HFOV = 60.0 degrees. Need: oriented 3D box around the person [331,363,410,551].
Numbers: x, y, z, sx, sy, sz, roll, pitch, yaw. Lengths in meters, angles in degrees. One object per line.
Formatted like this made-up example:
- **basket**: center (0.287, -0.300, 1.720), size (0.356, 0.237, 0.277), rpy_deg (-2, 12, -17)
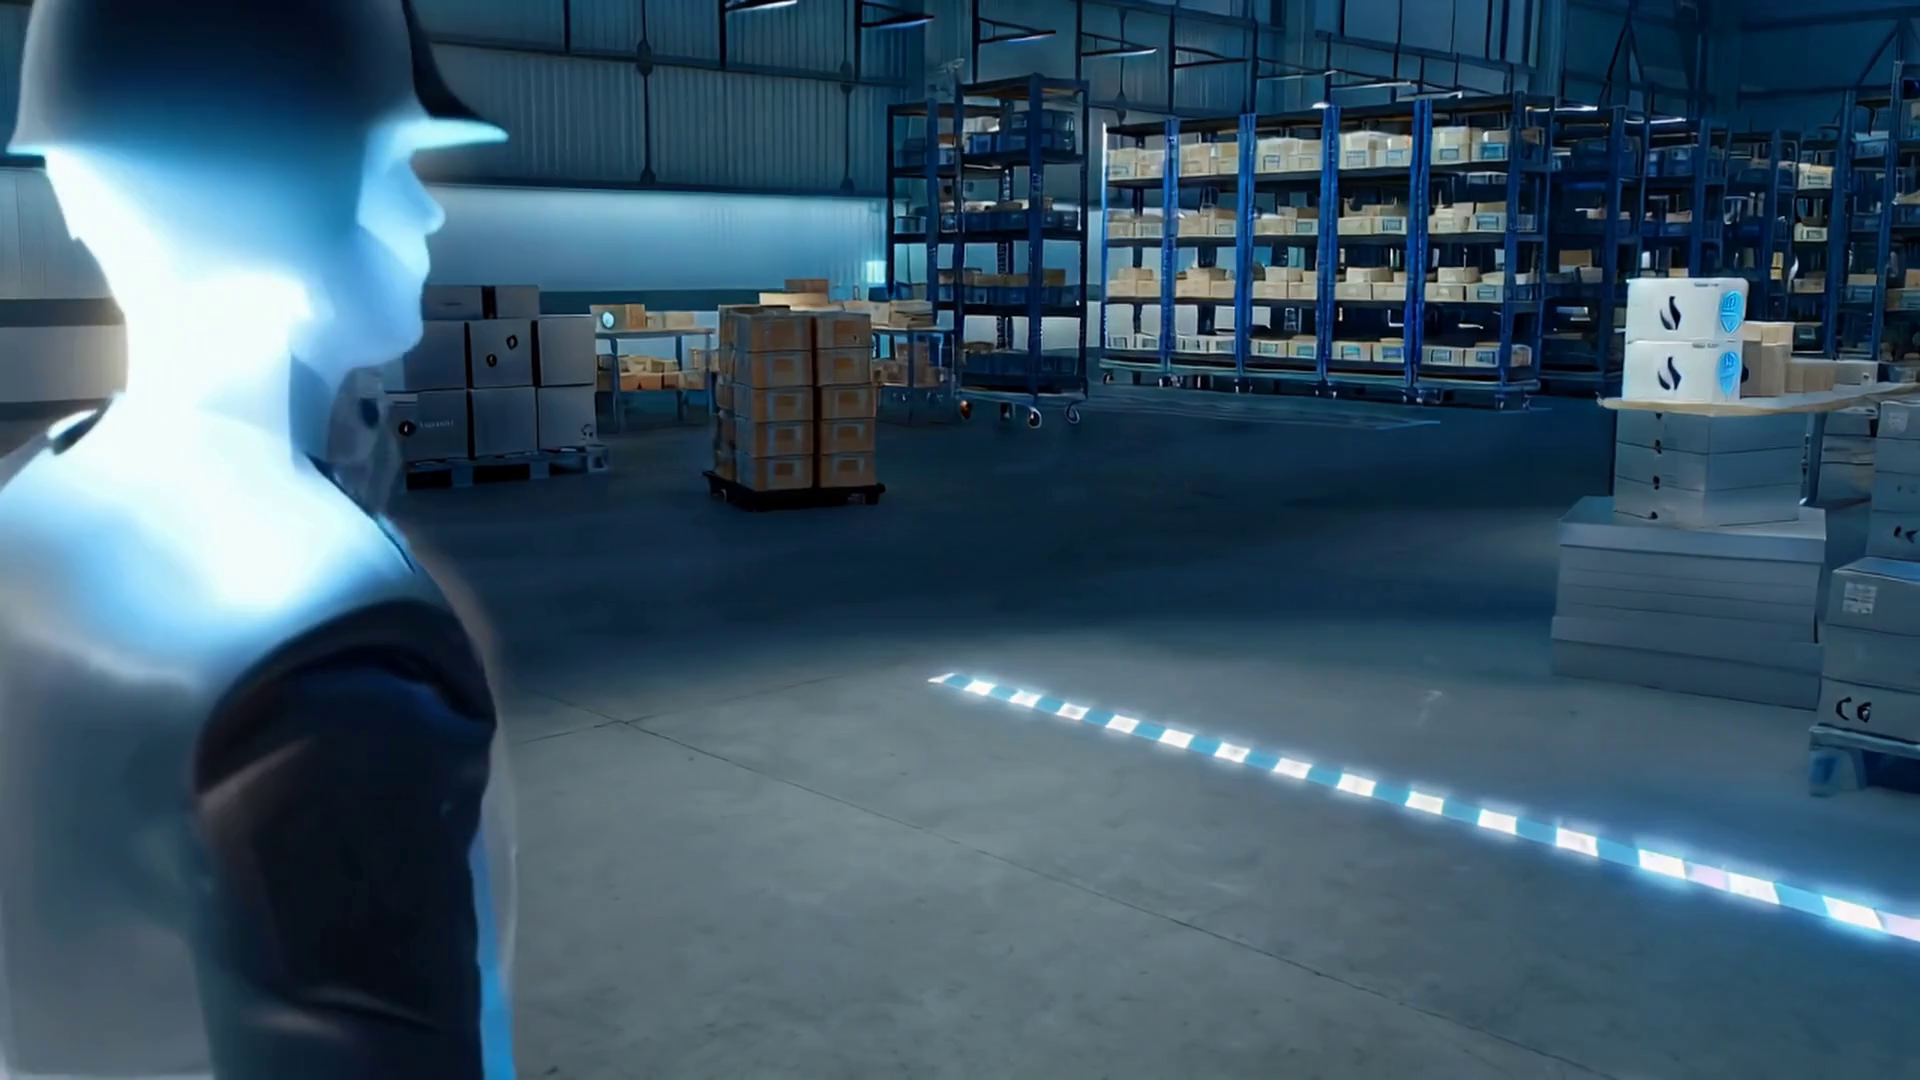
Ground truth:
- **person**: center (-3.377, -0.836, 9.497), size (0.575, 1.923, 0.628), rpy_deg (-2, 10, -9)
